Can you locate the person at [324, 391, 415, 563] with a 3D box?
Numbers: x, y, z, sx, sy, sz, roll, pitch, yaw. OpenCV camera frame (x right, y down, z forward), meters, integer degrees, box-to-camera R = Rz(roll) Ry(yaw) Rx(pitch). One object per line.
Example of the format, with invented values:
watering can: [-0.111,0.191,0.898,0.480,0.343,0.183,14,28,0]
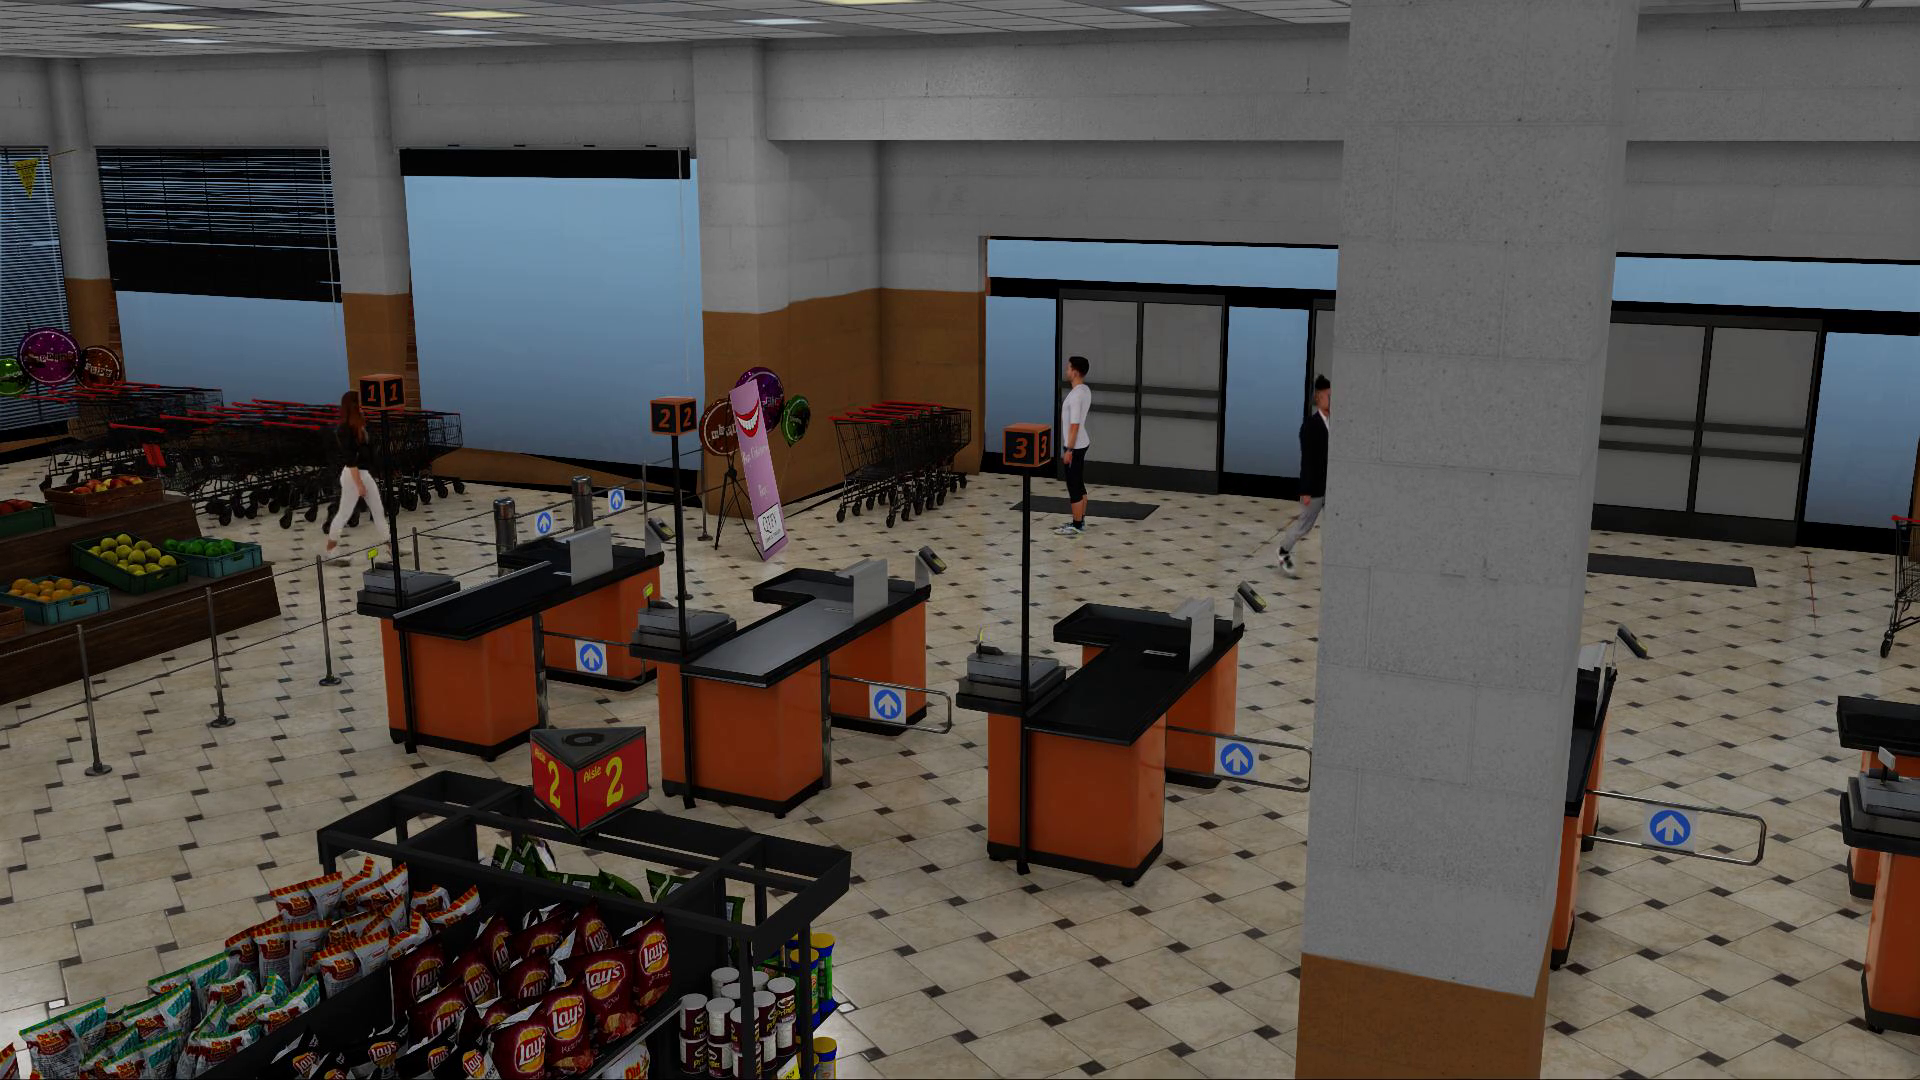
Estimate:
person: [-5.857,-0.569,15.924,0.980,1.660,1.148,1,14,2]

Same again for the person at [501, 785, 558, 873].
person: [-1.985,1.704,7.502,0.720,1.212,0.837,2,14,8]

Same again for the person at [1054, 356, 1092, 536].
person: [1.201,-0.983,17.224,0.773,1.852,0.559,4,14,15]

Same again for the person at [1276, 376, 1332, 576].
person: [3.244,-0.527,15.208,1.269,1.916,1.240,-7,15,-27]
